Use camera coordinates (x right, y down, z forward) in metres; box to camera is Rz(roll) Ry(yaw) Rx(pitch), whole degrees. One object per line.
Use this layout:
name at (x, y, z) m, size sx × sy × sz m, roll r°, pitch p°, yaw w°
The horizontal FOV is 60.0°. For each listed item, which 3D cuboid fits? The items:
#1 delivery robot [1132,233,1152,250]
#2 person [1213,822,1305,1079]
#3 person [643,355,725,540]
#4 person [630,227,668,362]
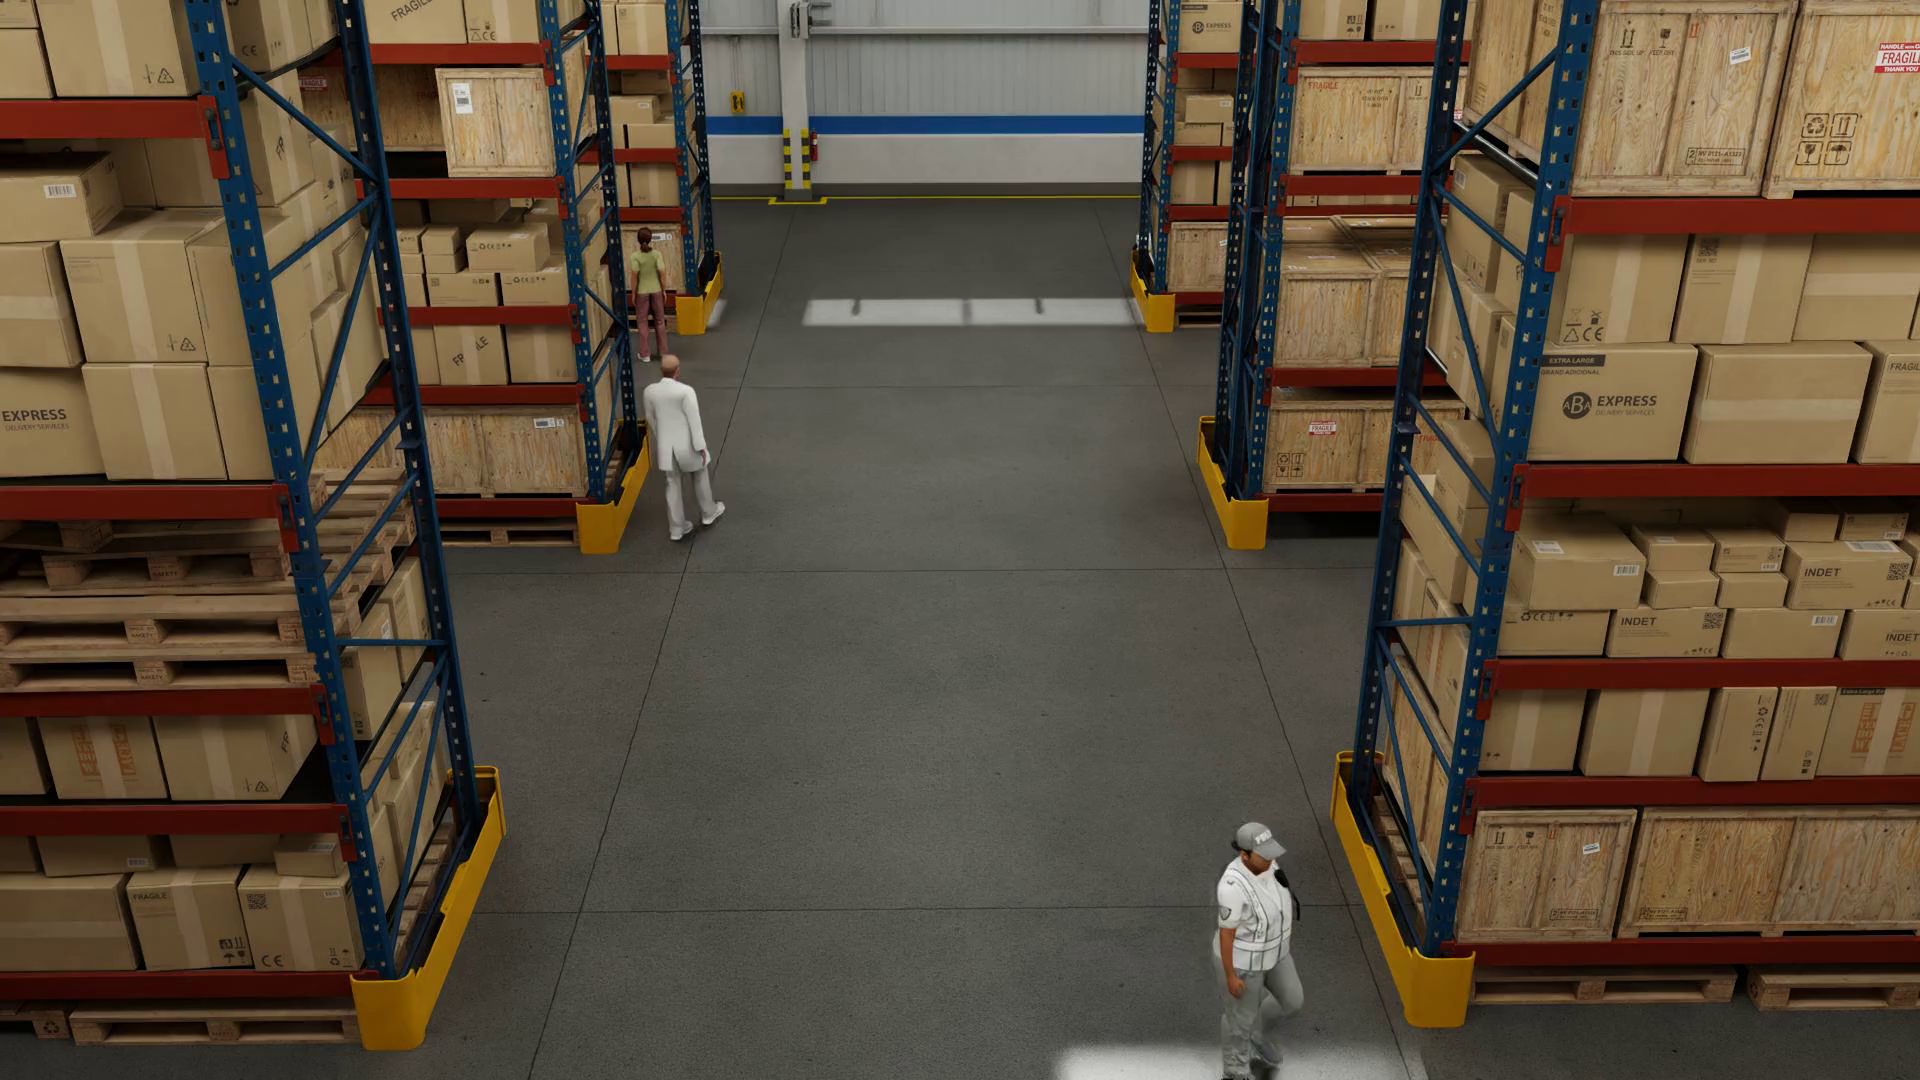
delivery robot at (2.968, -4.295, 24.650) m, size 0.754 × 0.536 × 0.667 m, roll -8°, pitch 26°, yaw -17°
person at (1.623, 2.285, 9.093) m, size 0.444 × 1.670 × 0.500 m, roll 22°, pitch 33°, yaw 39°
person at (-2.646, -0.941, 15.835) m, size 0.635 × 1.768 × 0.780 m, roll 5°, pitch 26°, yaw 11°
person at (-3.835, -3.025, 20.456) m, size 0.434 × 1.672 × 0.389 m, roll -9°, pitch 26°, yaw -18°
